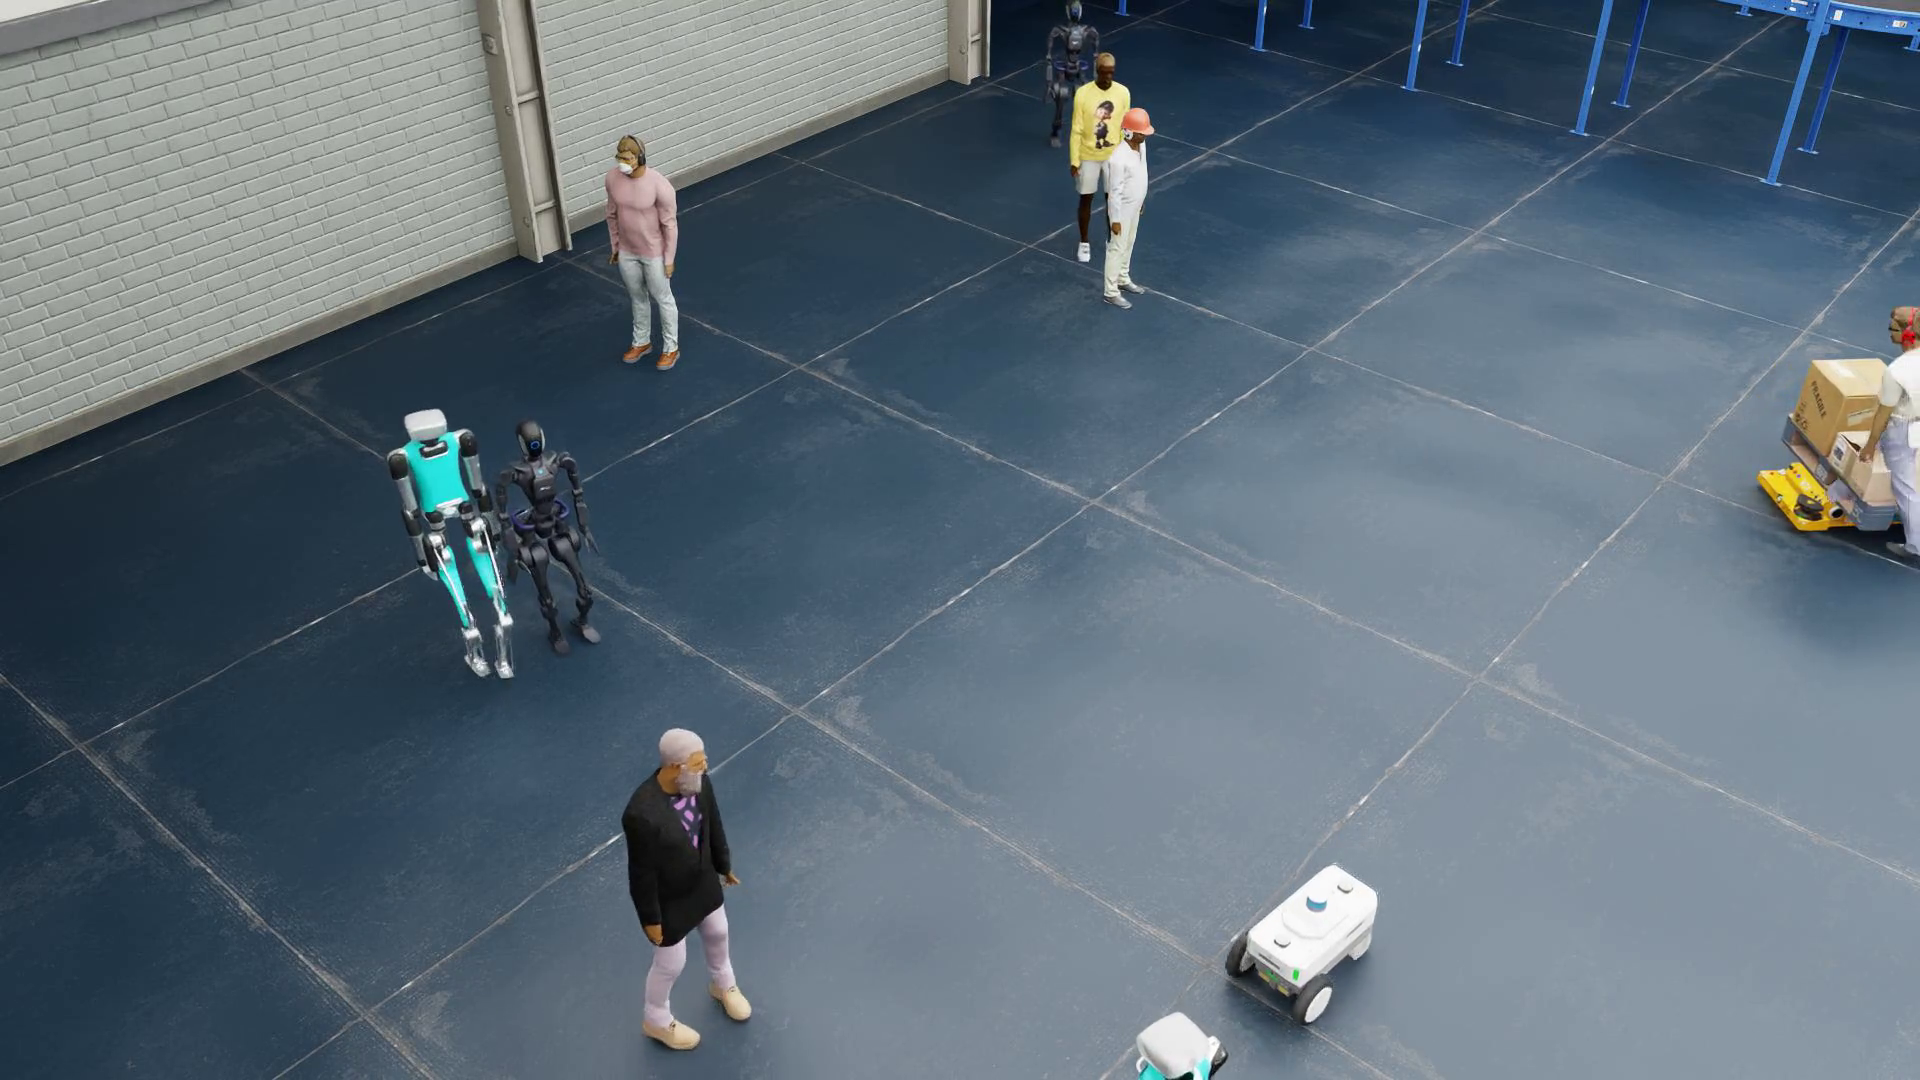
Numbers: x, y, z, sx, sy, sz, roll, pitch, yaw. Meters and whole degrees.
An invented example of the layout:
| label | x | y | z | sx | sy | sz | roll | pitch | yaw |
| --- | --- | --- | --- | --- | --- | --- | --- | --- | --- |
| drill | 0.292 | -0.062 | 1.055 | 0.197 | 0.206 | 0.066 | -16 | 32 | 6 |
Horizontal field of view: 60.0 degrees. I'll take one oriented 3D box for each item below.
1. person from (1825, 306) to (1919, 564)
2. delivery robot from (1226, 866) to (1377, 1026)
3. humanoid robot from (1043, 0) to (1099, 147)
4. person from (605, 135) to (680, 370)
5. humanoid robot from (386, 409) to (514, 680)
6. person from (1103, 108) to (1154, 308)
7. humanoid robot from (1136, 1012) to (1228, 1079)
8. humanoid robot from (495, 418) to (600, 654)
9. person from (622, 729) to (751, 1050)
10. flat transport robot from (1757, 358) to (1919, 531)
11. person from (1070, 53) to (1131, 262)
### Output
| label | x | y | z | sx | sy | sz | roll | pitch | yaw |
| --- | --- | --- | --- | --- | --- | --- | --- | --- | --- |
| person | 6.257 | -0.709 | 11.099 | 1.000 | 1.769 | 0.562 | 28 | 44 | 34 |
| delivery robot | 1.758 | 1.982 | 8.346 | 0.769 | 0.580 | 0.499 | -29 | 44 | -34 |
| humanoid robot | 1.130 | -4.626 | 16.712 | 0.598 | 1.633 | 0.768 | -4 | 36 | -6 |
| person | -2.500 | -2.271 | 13.139 | 0.629 | 1.940 | 0.373 | 14 | 38 | 19 |
| humanoid robot | -2.946 | 0.119 | 9.951 | 0.534 | 1.764 | 0.789 | -21 | 41 | -27 |
| person | 1.434 | -2.822 | 14.078 | 0.349 | 1.743 | 0.564 | 16 | 38 | 21 |
| humanoid robot | 0.596 | 2.439 | 6.758 | 0.541 | 1.826 | 0.821 | -26 | 43 | -32 |
| humanoid robot | -2.526 | -0.004 | 10.173 | 0.586 | 1.650 | 0.341 | -23 | 41 | -29 |
| person | -1.299 | 1.619 | 7.761 | 0.443 | 1.836 | 0.567 | 22 | 41 | 28 |
| flat transport robot | 6.547 | -0.344 | 11.870 | 1.431 | 0.231 | 0.659 | -2 | 36 | -3 |
| person | 1.244 | -3.393 | 14.756 | 0.555 | 1.889 | 0.404 | -5 | 36 | -7 |
